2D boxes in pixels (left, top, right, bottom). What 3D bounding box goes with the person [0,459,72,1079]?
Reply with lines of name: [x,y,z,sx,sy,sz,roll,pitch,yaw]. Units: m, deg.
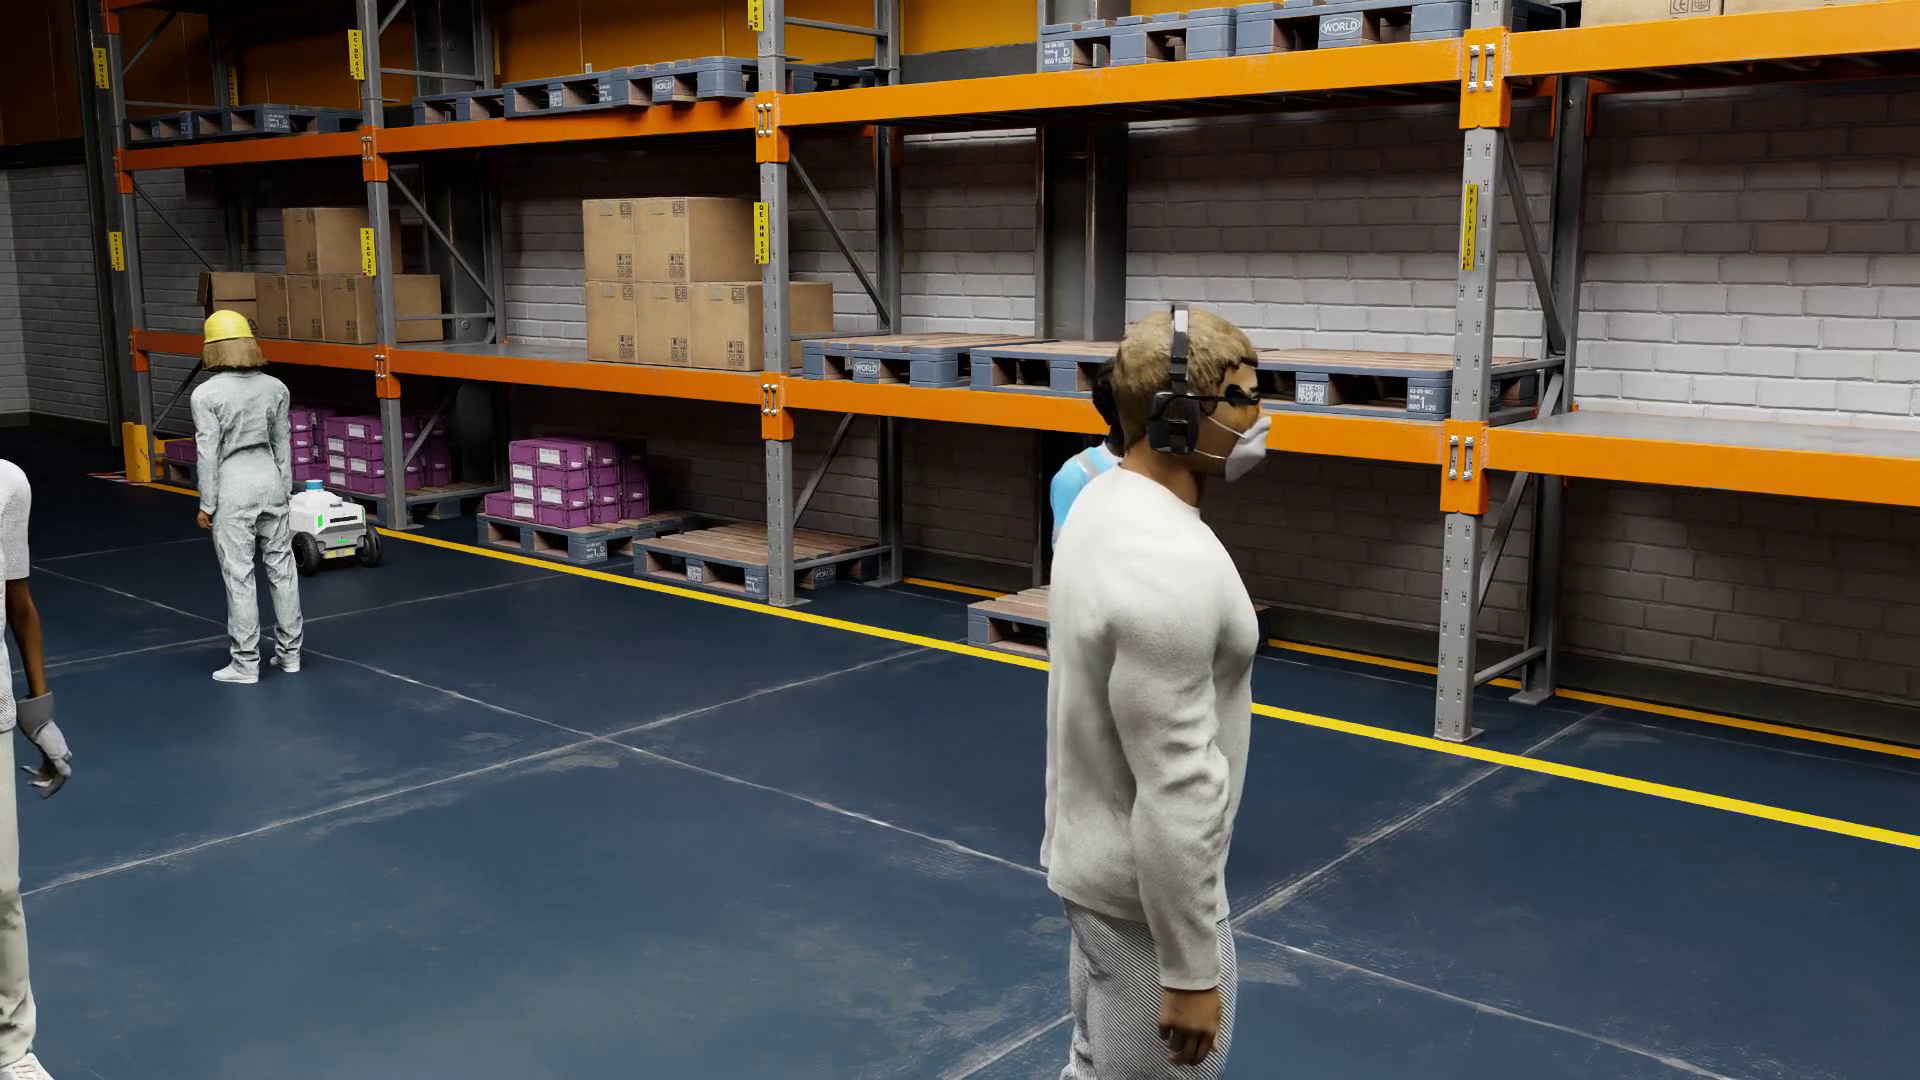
person: [-2.295,0.446,3.737,0.313,1.866,0.539,10,14,44]

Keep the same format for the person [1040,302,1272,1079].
person: [0.312,0.585,2.737,0.353,1.937,0.635,-1,10,-5]

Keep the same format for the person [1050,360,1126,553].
person: [0.507,0.261,5.336,0.553,1.691,0.327,-9,13,-40]

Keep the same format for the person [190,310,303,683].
person: [-3.352,-0.200,7.785,0.304,1.739,0.485,6,12,32]

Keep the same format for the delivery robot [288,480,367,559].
delivery robot: [-4.077,-0.140,10.537,0.707,0.478,0.477,9,13,41]
